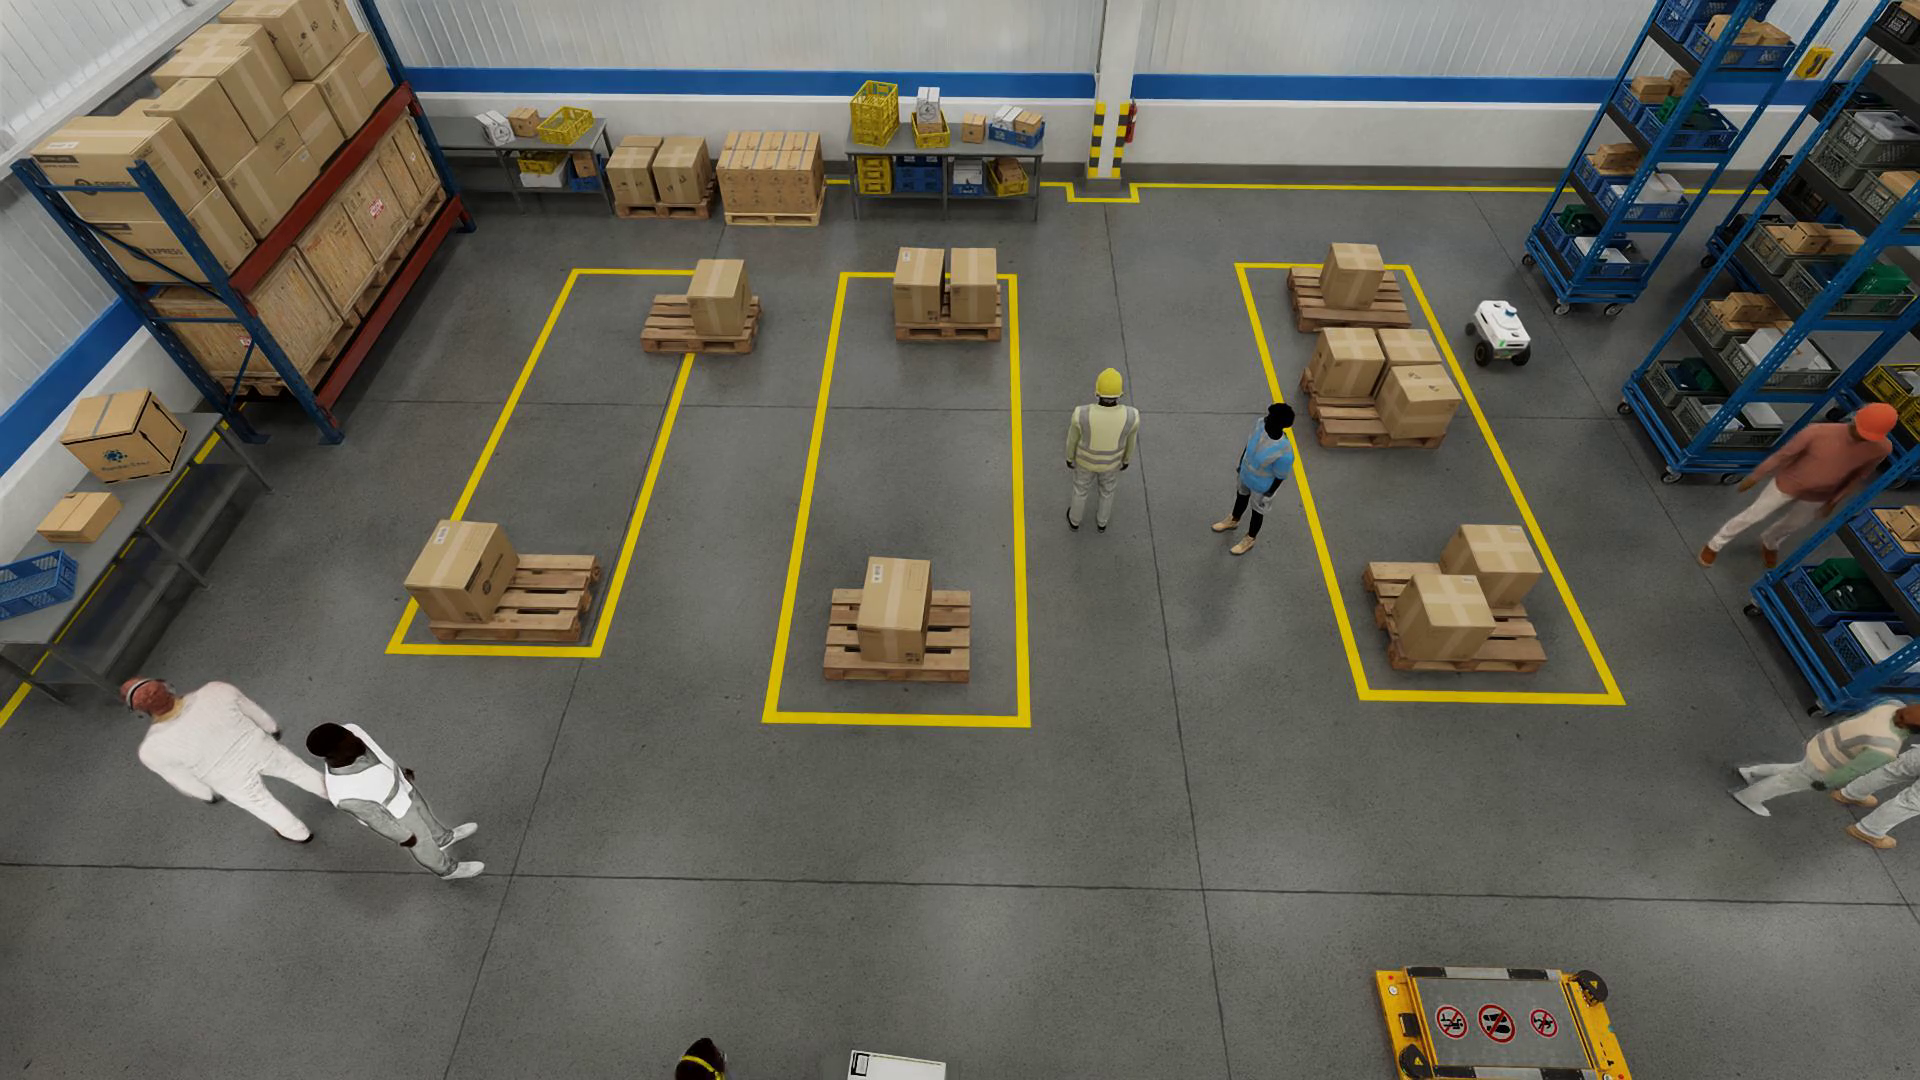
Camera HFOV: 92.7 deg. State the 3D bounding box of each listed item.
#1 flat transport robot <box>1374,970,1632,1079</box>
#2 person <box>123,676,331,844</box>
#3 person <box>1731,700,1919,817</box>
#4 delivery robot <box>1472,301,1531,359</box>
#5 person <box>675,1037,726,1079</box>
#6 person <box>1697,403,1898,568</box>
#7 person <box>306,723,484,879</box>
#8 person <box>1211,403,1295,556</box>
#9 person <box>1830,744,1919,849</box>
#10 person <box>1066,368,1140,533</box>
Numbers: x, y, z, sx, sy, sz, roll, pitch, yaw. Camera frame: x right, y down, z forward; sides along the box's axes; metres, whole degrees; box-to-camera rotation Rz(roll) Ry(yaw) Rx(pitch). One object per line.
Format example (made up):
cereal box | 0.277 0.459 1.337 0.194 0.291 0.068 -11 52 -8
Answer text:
flat transport robot | 3.501 3.133 5.914 1.431 0.197 0.652 1 51 1
person | -4.933 1.474 6.228 0.397 1.898 0.639 18 53 14
person | 6.060 1.522 6.361 0.376 1.613 0.535 33 58 24
delivery robot | 6.002 -2.357 10.149 0.477 0.478 0.707 0 51 0
person | -1.254 3.097 4.939 0.537 1.835 0.578 -32 58 -23
person | 7.149 -0.457 7.756 0.804 1.967 0.590 18 53 14
person | -3.717 1.720 6.011 0.381 1.918 0.597 -20 54 -16
person | 2.592 -0.537 7.992 0.318 1.697 0.534 -17 53 -13
person | 6.781 1.519 6.223 0.429 1.845 0.630 10 52 8
person | 1.226 -0.754 8.090 0.595 1.824 0.404 1 51 1
